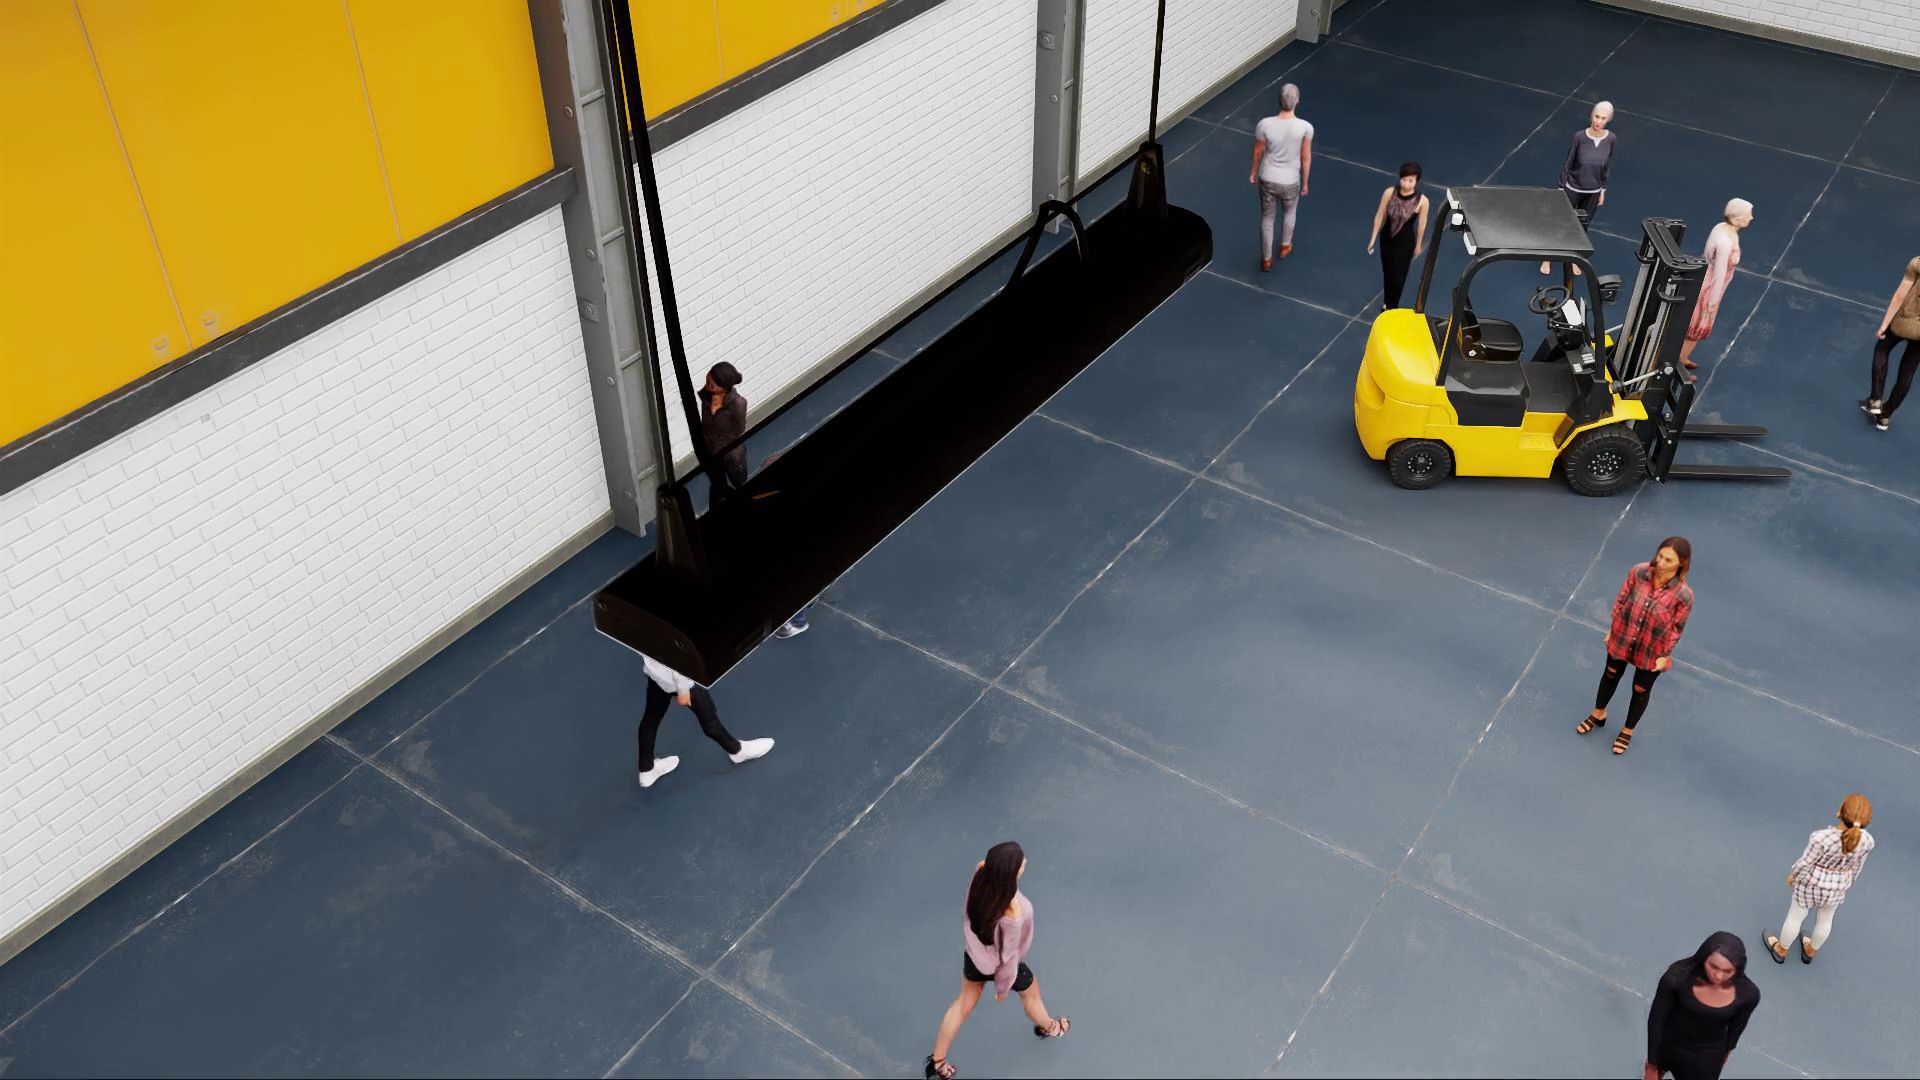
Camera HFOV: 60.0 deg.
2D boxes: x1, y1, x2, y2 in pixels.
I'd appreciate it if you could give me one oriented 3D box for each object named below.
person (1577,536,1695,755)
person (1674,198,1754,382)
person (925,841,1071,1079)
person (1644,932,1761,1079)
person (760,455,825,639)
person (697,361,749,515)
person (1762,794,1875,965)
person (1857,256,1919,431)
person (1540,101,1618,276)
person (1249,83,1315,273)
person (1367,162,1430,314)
[{"bbox_3d":[4.382,0.657,10.704,0.613,1.703,0.652,-30,48,-32],"label":"person"},{"bbox_3d":[6.399,-2.156,14.237,0.732,1.690,0.617,9,40,11],"label":"person"},{"bbox_3d":[0.093,2.242,8.677,1.198,1.756,0.937,-20,43,-23],"label":"person"},{"bbox_3d":[3.670,2.481,8.434,0.792,1.686,1.092,12,40,15],"label":"person"},{"bbox_3d":[-1.156,0.002,11.646,0.820,1.552,0.725,-20,43,-24],"label":"person"},{"bbox_3d":[-1.816,-0.561,12.279,0.709,1.642,0.813,20,43,23],"label":"person"},{"bbox_3d":[4.897,1.929,9.426,0.612,1.311,0.638,3,39,3],"label":"person"},{"bbox_3d":[7.791,-1.694,13.539,0.792,1.839,0.780,9,40,12],"label":"person"},{"bbox_3d":[5.865,-3.326,15.674,0.692,1.726,0.698,2,39,2],"label":"person"},{"bbox_3d":[2.995,-3.352,15.636,0.868,1.813,0.927,10,40,12],"label":"person"},{"bbox_3d":[3.975,-2.711,15.028,0.600,1.571,0.918,22,44,26],"label":"person"}]
